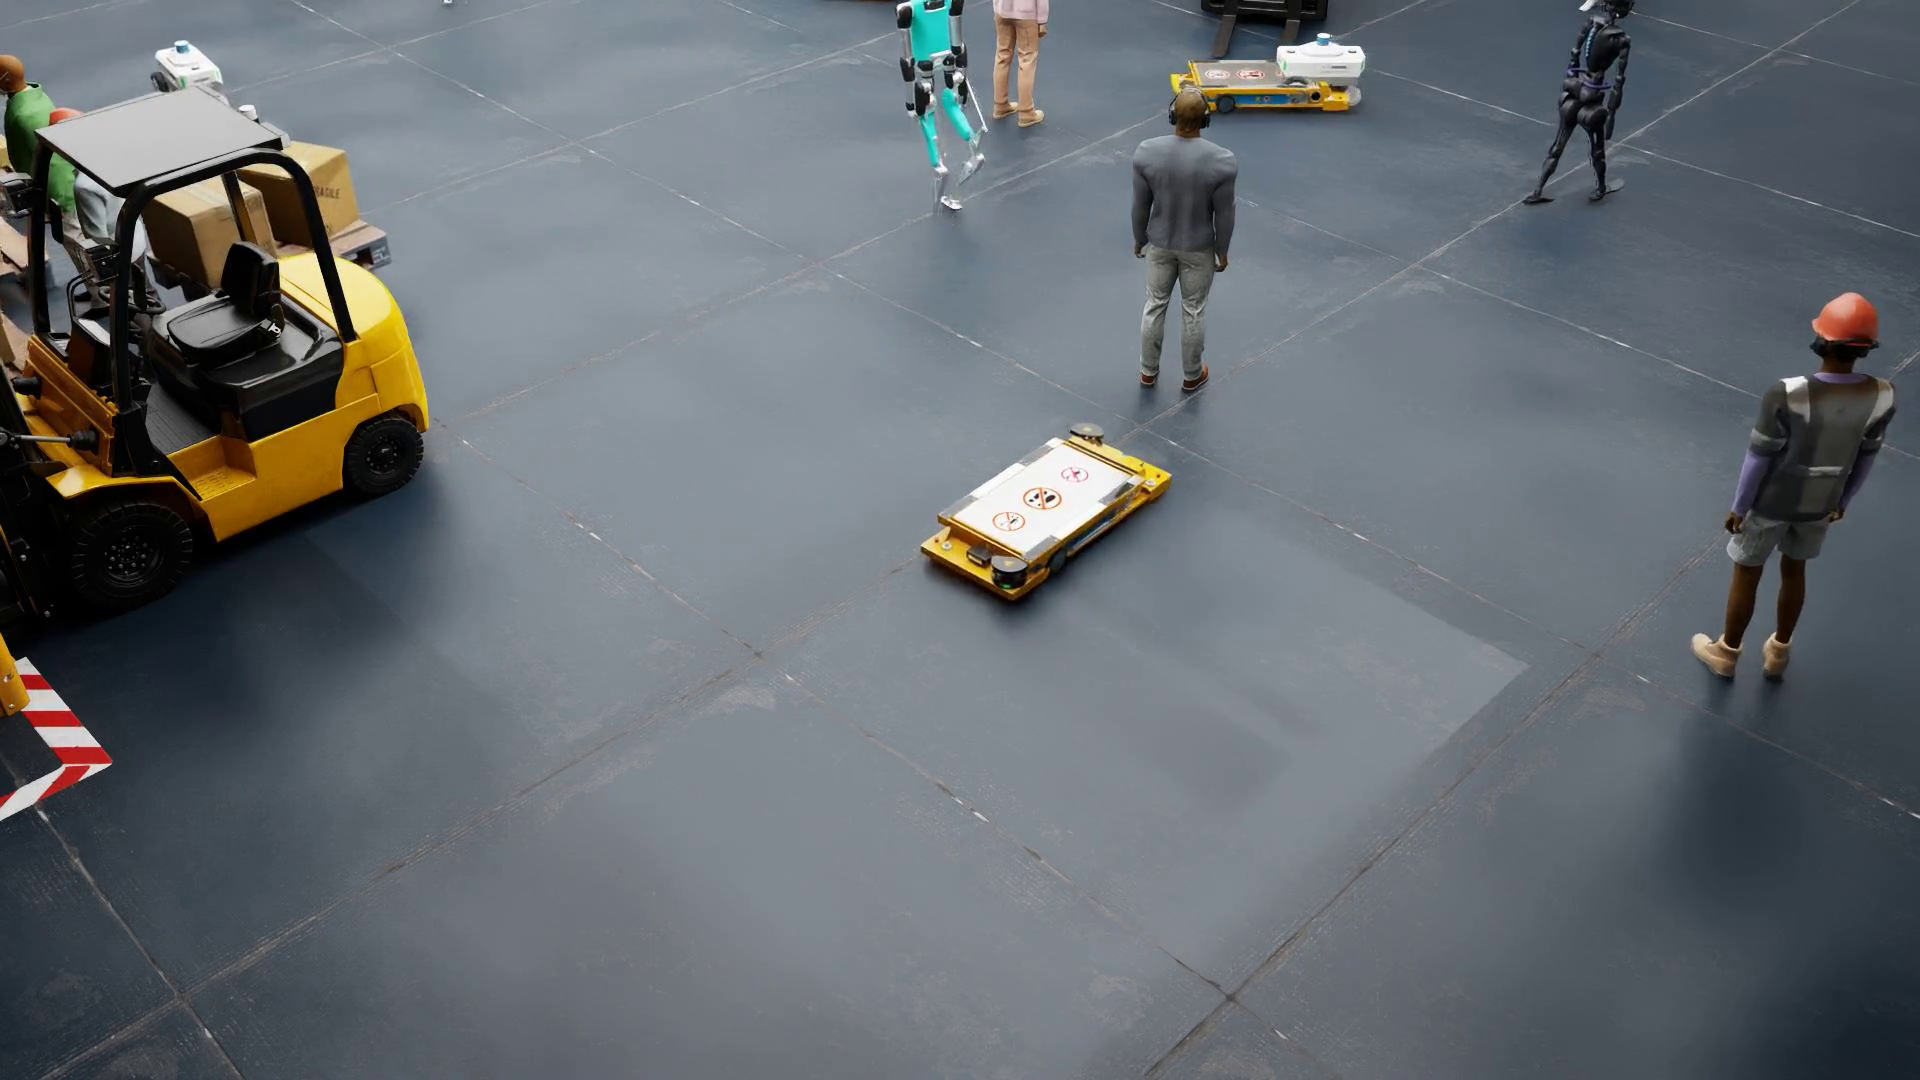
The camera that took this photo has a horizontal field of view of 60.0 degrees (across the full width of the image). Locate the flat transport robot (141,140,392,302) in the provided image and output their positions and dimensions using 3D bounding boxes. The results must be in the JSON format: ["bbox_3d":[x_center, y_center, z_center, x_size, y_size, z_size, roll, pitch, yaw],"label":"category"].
[{"bbox_3d":[-4.621,-1.731,11.314,1.431,0.231,0.659,27,44,31],"label":"flat transport robot"}]

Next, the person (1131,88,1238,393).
[{"bbox_3d":[1.322,-1.776,9.981,0.628,1.940,0.373,11,38,14],"label":"person"}]

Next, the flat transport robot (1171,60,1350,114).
[{"bbox_3d":[2.548,-3.867,14.173,1.431,0.231,0.659,0,37,0],"label":"flat transport robot"}]

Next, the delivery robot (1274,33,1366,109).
[{"bbox_3d":[3.036,-3.990,14.084,0.769,0.577,0.499,0,37,0],"label":"delivery robot"}]

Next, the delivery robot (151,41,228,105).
[{"bbox_3d":[-6.469,-3.890,13.972,0.499,0.603,0.782,-25,43,-29],"label":"delivery robot"}]

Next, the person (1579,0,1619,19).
[{"bbox_3d":[6.178,-5.726,15.523,0.517,1.632,0.315,25,43,30],"label":"person"}]

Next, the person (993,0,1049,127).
[{"bbox_3d":[0.473,-4.217,13.387,0.518,1.777,0.410,23,43,28],"label":"person"}]

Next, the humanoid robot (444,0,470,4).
[{"bbox_3d":[-4.955,-5.881,15.729,0.541,1.890,0.724,-12,38,-15],"label":"humanoid robot"}]

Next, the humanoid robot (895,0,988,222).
[{"bbox_3d":[-0.080,-3.078,11.989,0.540,1.898,0.725,-20,41,-25],"label":"humanoid robot"}]

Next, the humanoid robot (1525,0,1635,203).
[{"bbox_3d":[4.643,-3.258,12.215,0.759,1.629,0.611,-12,39,-16],"label":"humanoid robot"}]

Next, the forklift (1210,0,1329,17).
[{"bbox_3d":[3.106,-6.400,15.960,1.214,2.155,2.313,8,37,10],"label":"forklift"}]

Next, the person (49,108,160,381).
[{"bbox_3d":[-5.186,-1.804,10.184,0.351,1.739,0.572,-4,37,-5],"label":"person"}]

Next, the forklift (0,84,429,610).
[{"bbox_3d":[-4.145,-1.093,8.856,2.313,2.155,1.214,-31,47,-34],"label":"forklift"}]

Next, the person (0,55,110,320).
[{"bbox_3d":[-5.873,-2.276,10.779,0.384,1.781,0.551,-15,39,-19],"label":"person"}]

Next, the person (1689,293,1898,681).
[{"bbox_3d":[3.910,-0.217,7.826,0.606,2.032,0.434,-1,37,-2],"label":"person"}]

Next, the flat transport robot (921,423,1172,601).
[{"bbox_3d":[0.500,-0.181,9.238,0.659,0.231,1.431,28,45,32],"label":"flat transport robot"}]
